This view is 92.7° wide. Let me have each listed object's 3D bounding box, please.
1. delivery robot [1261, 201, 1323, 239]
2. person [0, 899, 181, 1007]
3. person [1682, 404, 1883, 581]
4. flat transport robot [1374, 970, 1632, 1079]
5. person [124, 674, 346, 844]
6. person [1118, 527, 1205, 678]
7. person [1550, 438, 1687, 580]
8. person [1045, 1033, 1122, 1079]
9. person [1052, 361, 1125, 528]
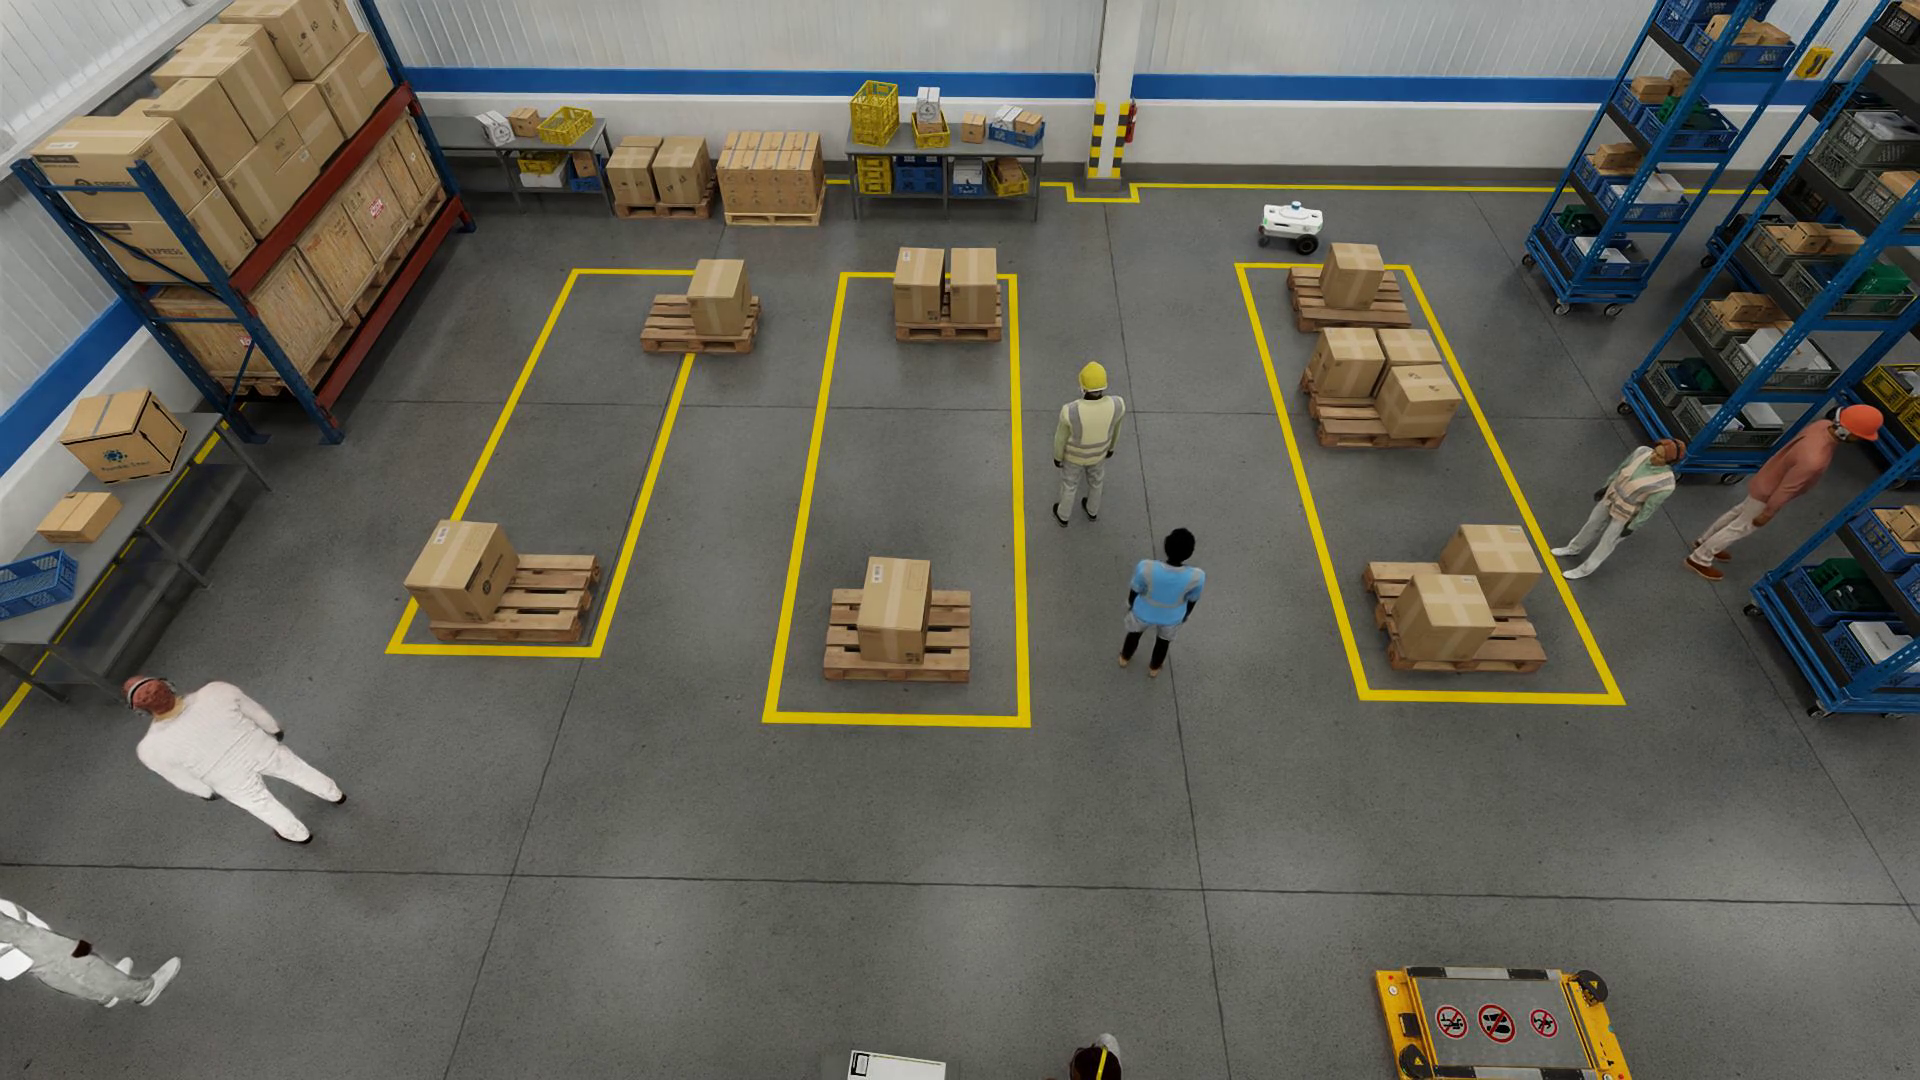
[{"bbox_3d":[4.152,-4.003,11.491,0.707,0.478,0.477,10,52,8],"label":"delivery robot"},{"bbox_3d":[-5.569,2.414,5.445,0.590,1.919,0.393,3,51,2],"label":"person"},{"bbox_3d":[6.862,-0.399,7.699,0.410,1.980,0.630,31,57,23],"label":"person"},{"bbox_3d":[3.501,3.133,5.914,1.431,0.197,0.652,1,51,1],"label":"flat transport robot"},{"bbox_3d":[-4.933,1.472,6.229,0.395,1.899,0.642,19,53,15],"label":"person"},{"bbox_3d":[1.560,0.526,7.135,0.546,1.686,0.366,7,51,6],"label":"person"},{"bbox_3d":[5.635,-0.265,7.813,0.313,1.633,0.516,-2,51,-1],"label":"person"},{"bbox_3d":[0.644,3.032,4.973,0.328,1.872,0.514,11,52,9],"label":"person"},{"bbox_3d":[1.112,-0.819,8.142,0.596,1.823,0.403,-11,52,-9],"label":"person"}]
